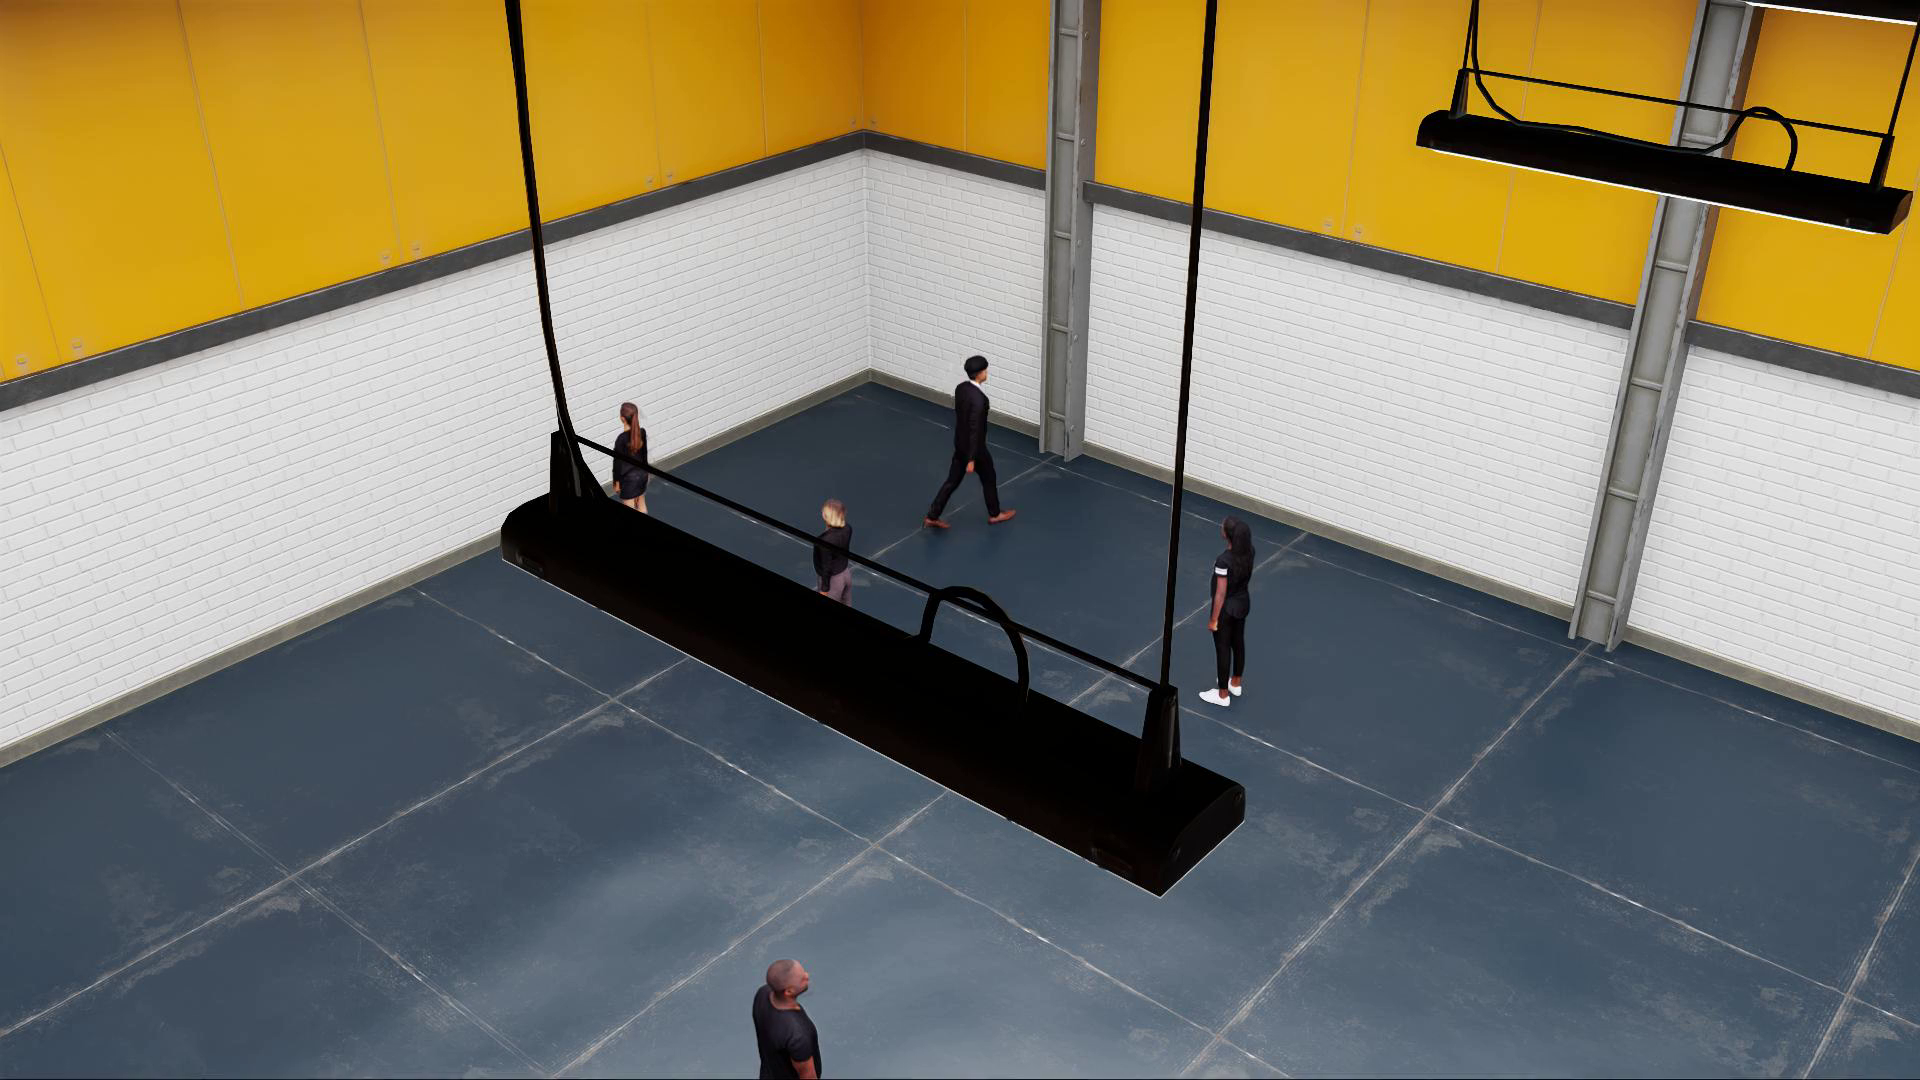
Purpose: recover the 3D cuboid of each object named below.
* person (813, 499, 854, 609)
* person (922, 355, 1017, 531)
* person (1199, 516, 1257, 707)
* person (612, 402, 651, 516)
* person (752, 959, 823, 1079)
[{"bbox_3d":[-1.042,0.400,14.070,0.616,1.672,0.650,12,31,21],"label":"person"},{"bbox_3d":[0.004,-0.891,16.265,1.109,1.835,1.267,-12,31,-22],"label":"person"},{"bbox_3d":[2.228,0.570,13.695,0.576,1.731,0.615,25,37,37],"label":"person"},{"bbox_3d":[-3.138,-0.613,16.021,0.686,1.581,0.540,22,35,34],"label":"person"},{"bbox_3d":[-0.925,3.016,9.120,0.791,1.819,0.618,-16,33,-27],"label":"person"}]
